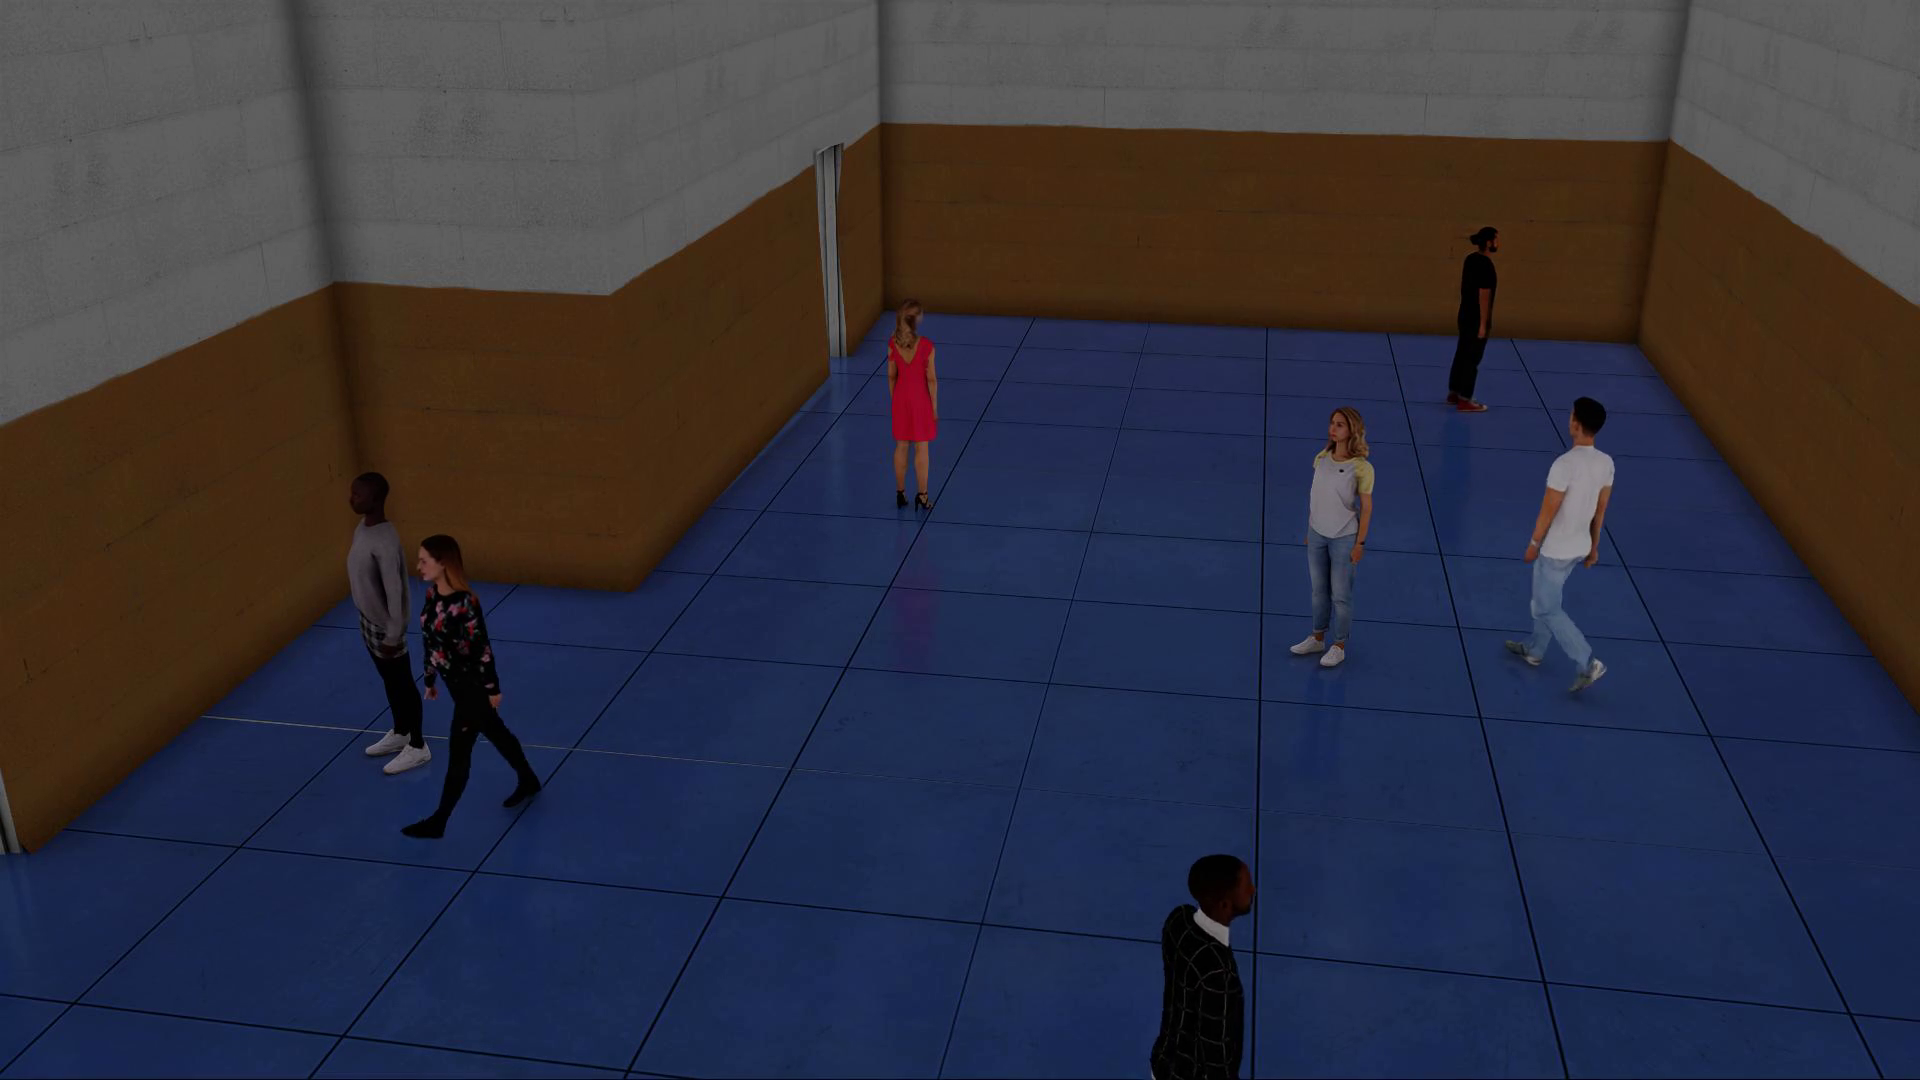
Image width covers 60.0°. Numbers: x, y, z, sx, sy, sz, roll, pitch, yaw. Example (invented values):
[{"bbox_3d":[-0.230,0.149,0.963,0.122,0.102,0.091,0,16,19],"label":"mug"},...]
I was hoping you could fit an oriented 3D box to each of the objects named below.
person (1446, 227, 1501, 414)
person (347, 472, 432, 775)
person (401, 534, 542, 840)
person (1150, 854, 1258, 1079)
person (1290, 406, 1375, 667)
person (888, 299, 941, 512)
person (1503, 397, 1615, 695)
[{"bbox_3d":[4.872,-2.098,15.767,0.644,1.758,0.711,-3,22,-8],"label":"person"},{"bbox_3d":[-3.238,0.452,9.405,0.751,1.771,0.683,-16,27,-34],"label":"person"},{"bbox_3d":[-2.537,0.748,8.851,1.093,1.635,1.049,19,28,38],"label":"person"},{"bbox_3d":[0.740,1.895,5.760,0.775,1.811,0.794,-4,22,-11],"label":"person"},{"bbox_3d":[2.408,-0.030,10.647,0.767,1.723,0.691,-17,28,-36],"label":"person"},{"bbox_3d":[-0.387,-1.082,13.281,0.563,1.727,0.691,10,24,24],"label":"person"},{"bbox_3d":[3.793,0.055,10.297,1.112,1.842,1.171,-14,26,-32],"label":"person"}]
